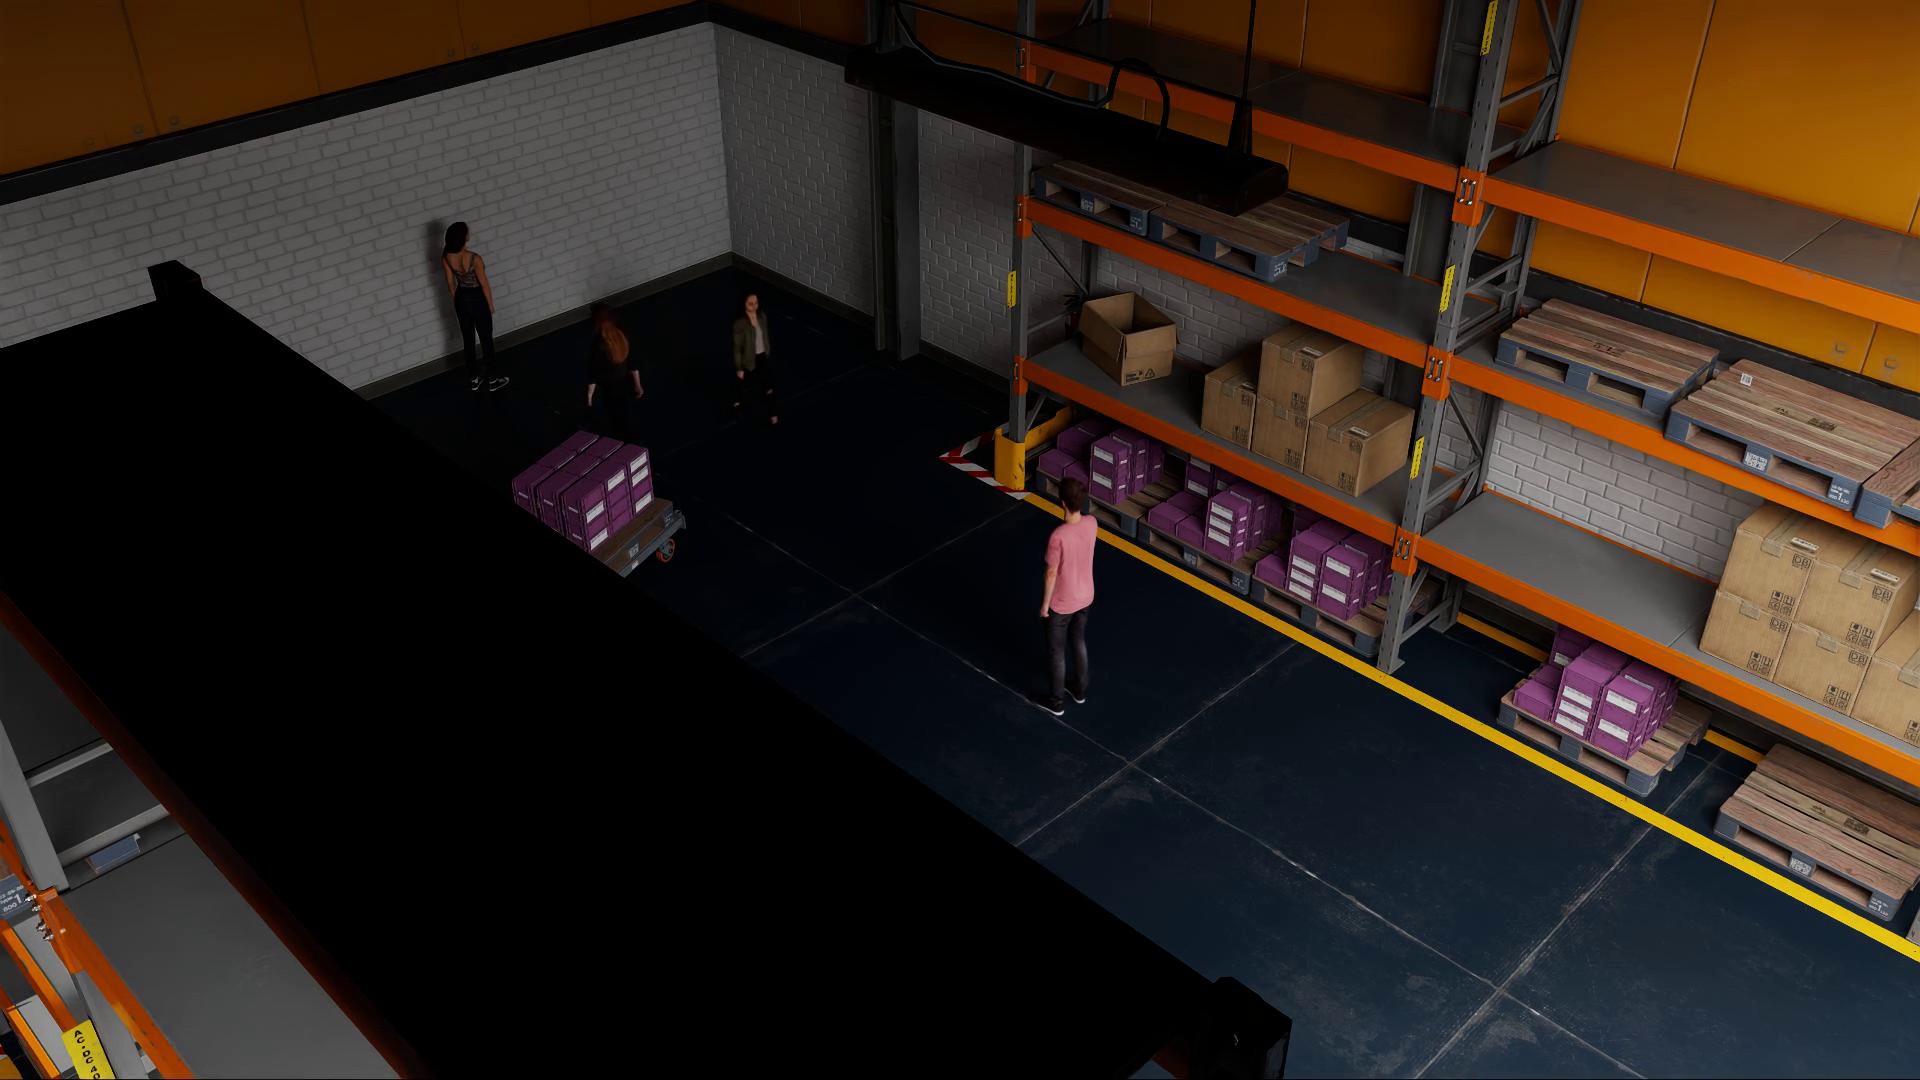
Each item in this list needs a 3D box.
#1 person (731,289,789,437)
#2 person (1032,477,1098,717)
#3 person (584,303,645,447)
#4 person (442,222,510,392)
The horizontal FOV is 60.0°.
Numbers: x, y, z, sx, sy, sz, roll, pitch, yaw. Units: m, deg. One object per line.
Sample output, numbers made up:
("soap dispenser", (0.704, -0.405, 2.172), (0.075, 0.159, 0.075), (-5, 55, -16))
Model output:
("person", (-2.028, -1.725, 15.895), (0.642, 1.438, 1.012), (-26, 41, -33))
("person", (0.802, 0.422, 12.194), (0.624, 1.958, 0.545), (-28, 42, -35))
("person", (-3.040, -1.321, 15.066), (0.965, 1.682, 0.742), (22, 39, 29))
("person", (-4.834, -2.314, 16.480), (0.636, 1.770, 0.748), (8, 34, 12))
